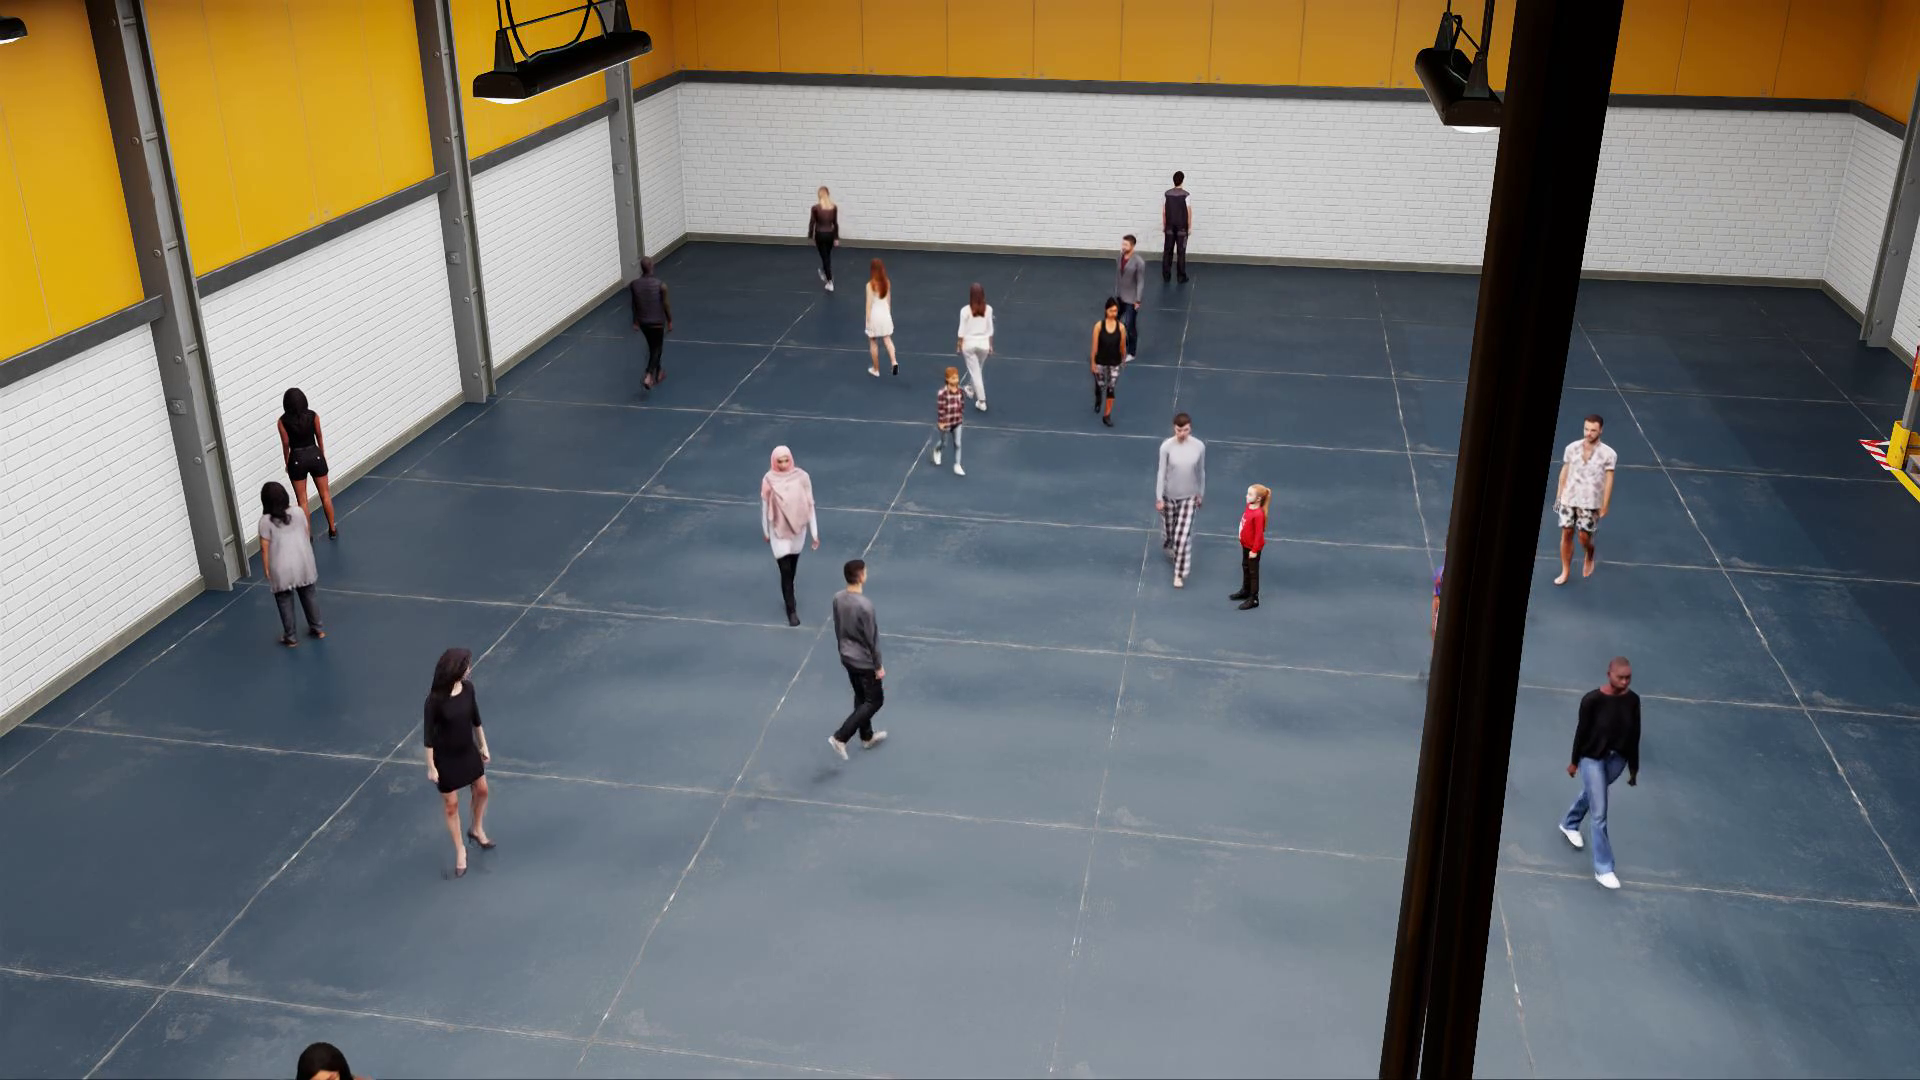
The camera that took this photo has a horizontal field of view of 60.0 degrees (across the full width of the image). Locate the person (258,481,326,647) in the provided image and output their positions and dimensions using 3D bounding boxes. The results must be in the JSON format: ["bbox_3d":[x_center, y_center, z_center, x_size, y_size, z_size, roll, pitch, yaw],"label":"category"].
[{"bbox_3d":[-6.308,0.209,15.646,0.770,1.606,0.840,-21,31,-40],"label":"person"}]

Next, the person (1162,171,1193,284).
[{"bbox_3d":[3.618,-5.234,27.797,0.708,1.848,0.659,11,26,23],"label":"person"}]

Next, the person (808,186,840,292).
[{"bbox_3d":[-2.197,-4.912,27.302,1.027,1.653,1.163,-12,26,-25],"label":"person"}]

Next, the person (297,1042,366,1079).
[{"bbox_3d":[-3.150,3.253,8.480,1.135,1.769,1.210,-14,27,-30],"label":"person"}]

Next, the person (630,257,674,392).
[{"bbox_3d":[-4.195,-2.896,22.499,0.735,1.807,1.137,5,24,12],"label":"person"}]

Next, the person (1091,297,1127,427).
[{"bbox_3d":[1.879,-2.303,21.334,0.724,1.653,0.836,-3,24,-7],"label":"person"}]

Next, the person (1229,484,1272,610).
[{"bbox_3d":[2.882,0.046,16.425,0.629,1.281,0.542,-6,24,-12],"label":"person"}]

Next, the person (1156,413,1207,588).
[{"bbox_3d":[2.237,-0.471,16.962,0.698,1.798,1.118,1,24,2],"label":"person"}]

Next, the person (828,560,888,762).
[{"bbox_3d":[-0.859,1.007,13.640,0.924,1.751,1.038,22,32,40],"label":"person"}]

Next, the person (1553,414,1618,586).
[{"bbox_3d":[6.336,-0.434,16.872,0.836,1.802,0.890,18,30,36],"label":"person"}]

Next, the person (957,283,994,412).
[{"bbox_3d":[0.231,-2.501,21.796,0.974,1.646,1.152,-9,25,-20],"label":"person"}]

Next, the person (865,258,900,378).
[{"bbox_3d":[-1.071,-3.037,22.955,0.895,1.699,0.986,-13,27,-28],"label":"person"}]

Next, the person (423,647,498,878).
[{"bbox_3d":[-3.712,1.630,12.165,0.691,1.790,0.814,-15,28,-31],"label":"person"}]

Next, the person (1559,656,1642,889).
[{"bbox_3d":[4.723,1.611,12.318,0.845,1.703,1.204,-3,24,-6],"label":"person"}]

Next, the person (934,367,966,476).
[{"bbox_3d":[-0.141,-1.443,19.815,0.801,1.293,0.920,-11,26,-24],"label":"person"}]

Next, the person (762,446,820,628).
[{"bbox_3d":[-1.678,-0.087,16.143,1.030,1.751,1.276,-8,25,-18],"label":"person"}]

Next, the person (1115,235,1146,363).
[{"bbox_3d":[2.445,-3.460,23.729,0.864,1.854,0.827,-20,30,-38],"label":"person"}]

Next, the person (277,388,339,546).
[{"bbox_3d":[-6.996,-0.806,17.802,0.674,1.740,0.729,-15,28,-30],"label":"person"}]
